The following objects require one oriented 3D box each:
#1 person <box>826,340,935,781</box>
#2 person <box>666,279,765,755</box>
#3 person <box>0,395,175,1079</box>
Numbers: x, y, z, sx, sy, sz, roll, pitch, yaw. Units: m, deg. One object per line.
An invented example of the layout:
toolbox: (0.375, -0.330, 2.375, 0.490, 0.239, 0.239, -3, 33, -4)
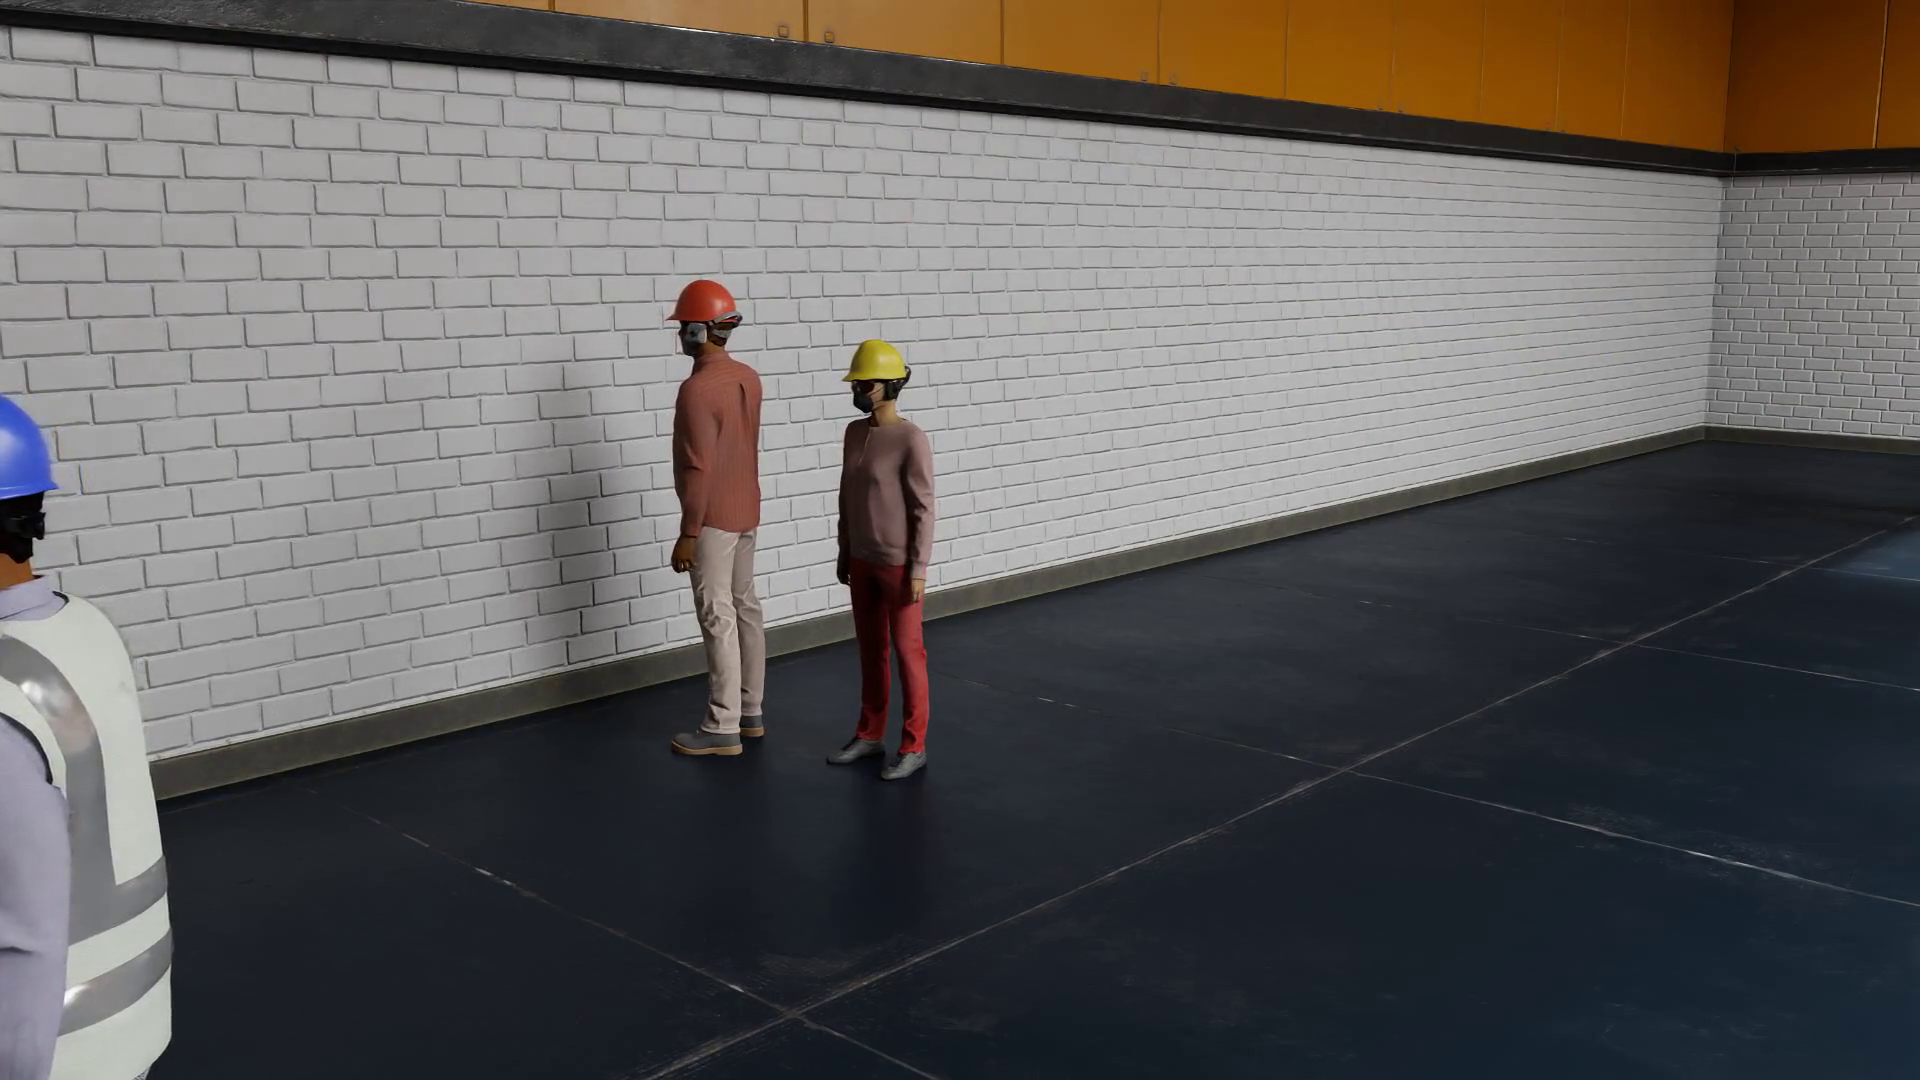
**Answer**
person: (-0.316, 0.082, 6.696, 0.324, 1.769, 0.523, -9, 13, -41)
person: (-1.035, -0.091, 7.023, 0.379, 1.996, 0.608, 3, 10, 17)
person: (-1.373, 0.734, 2.465, 0.402, 1.945, 0.614, -3, 10, -16)
